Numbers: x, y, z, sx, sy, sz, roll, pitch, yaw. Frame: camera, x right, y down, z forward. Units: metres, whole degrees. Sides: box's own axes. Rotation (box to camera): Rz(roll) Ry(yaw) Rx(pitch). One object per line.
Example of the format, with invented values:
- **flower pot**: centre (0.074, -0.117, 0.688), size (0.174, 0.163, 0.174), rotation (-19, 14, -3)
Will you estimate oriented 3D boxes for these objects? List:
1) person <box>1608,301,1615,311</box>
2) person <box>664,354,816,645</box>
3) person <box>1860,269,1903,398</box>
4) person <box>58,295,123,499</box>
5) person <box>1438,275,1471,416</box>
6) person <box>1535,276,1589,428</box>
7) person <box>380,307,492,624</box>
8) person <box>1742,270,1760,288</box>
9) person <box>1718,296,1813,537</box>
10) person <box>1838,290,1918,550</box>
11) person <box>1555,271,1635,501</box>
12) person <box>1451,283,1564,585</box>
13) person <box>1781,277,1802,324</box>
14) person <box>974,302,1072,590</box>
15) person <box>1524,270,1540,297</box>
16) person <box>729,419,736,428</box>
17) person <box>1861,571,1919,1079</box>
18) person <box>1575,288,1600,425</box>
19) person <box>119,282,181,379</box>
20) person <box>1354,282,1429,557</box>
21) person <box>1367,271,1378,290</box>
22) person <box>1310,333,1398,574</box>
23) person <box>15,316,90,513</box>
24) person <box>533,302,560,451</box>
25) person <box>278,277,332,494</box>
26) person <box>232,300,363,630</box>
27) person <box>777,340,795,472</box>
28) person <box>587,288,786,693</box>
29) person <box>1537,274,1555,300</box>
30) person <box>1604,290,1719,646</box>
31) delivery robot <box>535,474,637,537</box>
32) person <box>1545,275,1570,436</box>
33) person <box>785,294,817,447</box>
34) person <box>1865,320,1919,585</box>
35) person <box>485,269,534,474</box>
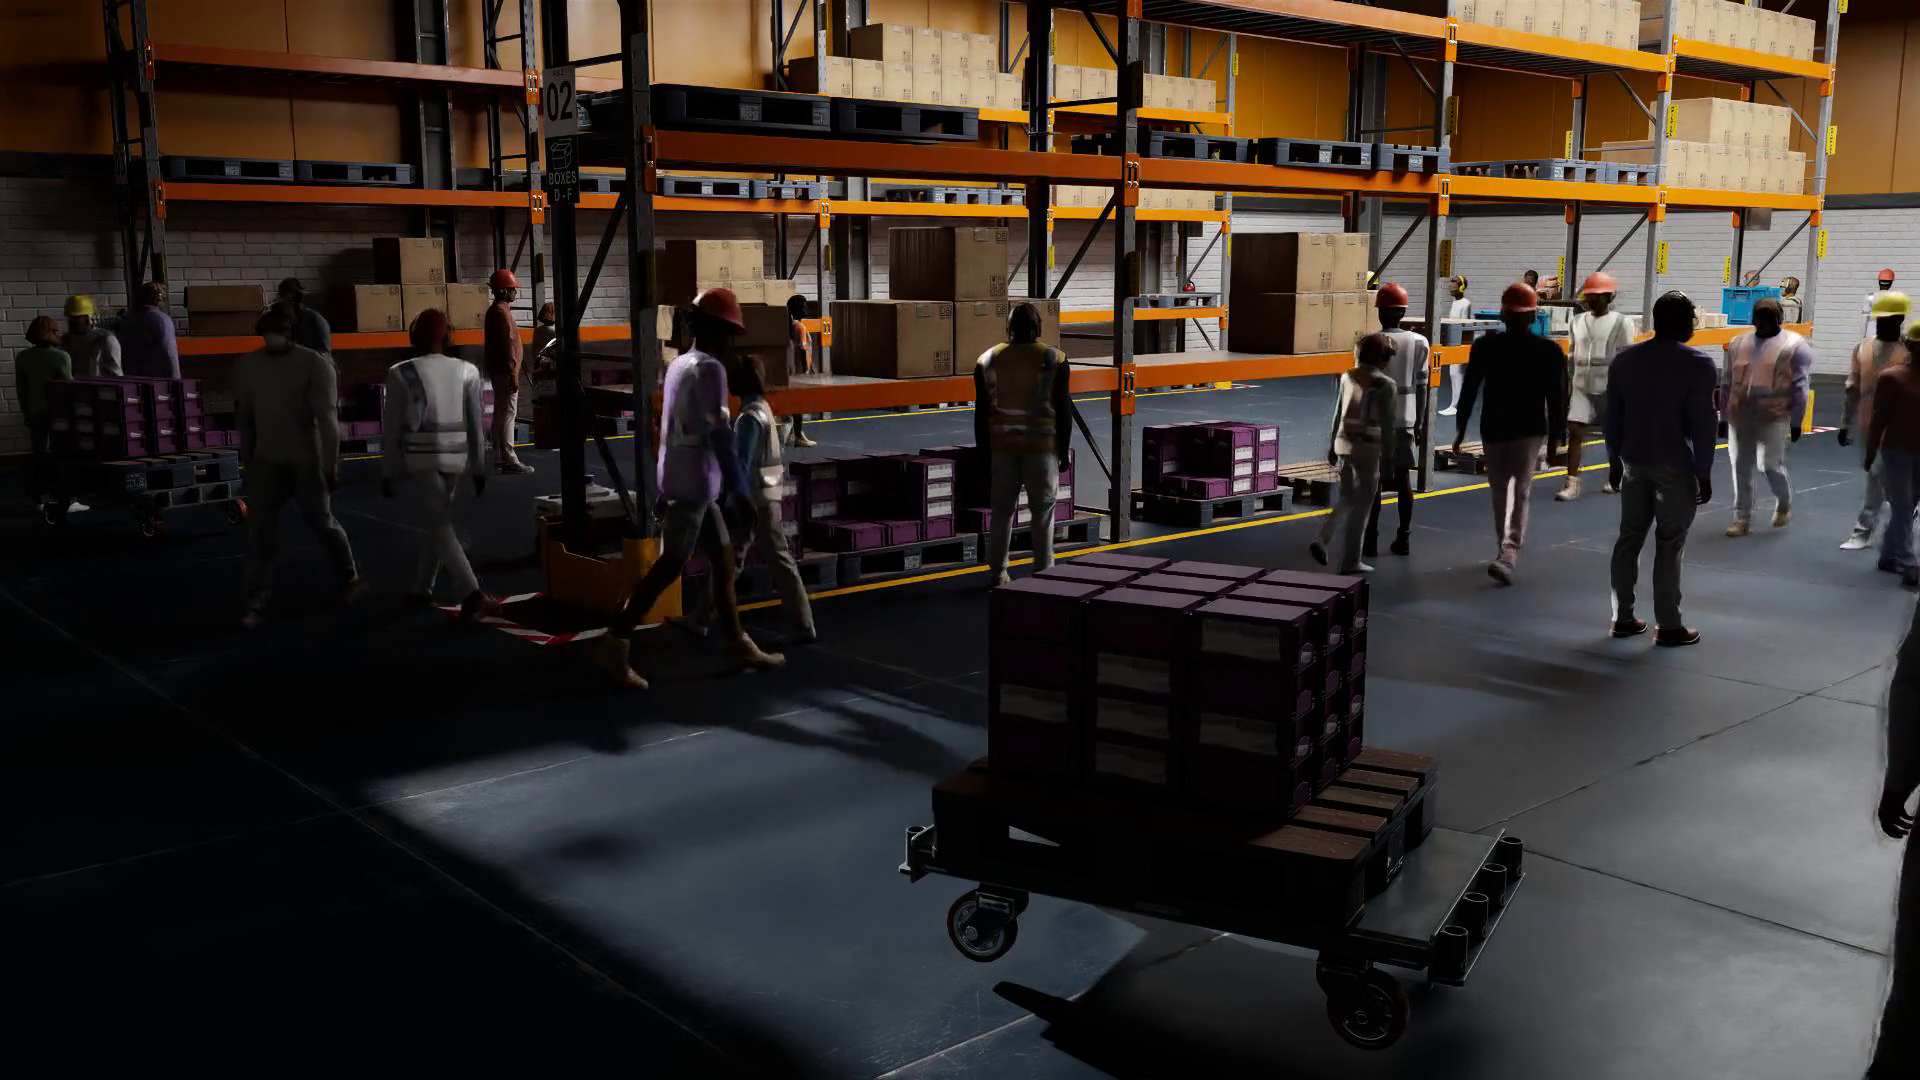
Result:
- **person**: centre (10.121, -3.252, 26.392), size (0.523, 1.767, 0.313), rotation (-3, 10, -15)
- **person**: centre (-1.189, -0.204, 9.025), size (0.863, 1.586, 0.546), rotation (-1, 10, -5)
- **person**: centre (13.647, -3.042, 24.654), size (0.552, 1.935, 0.366), rotation (5, 11, 25)
- **person**: centre (-7.581, -1.259, 14.686), size (0.617, 1.801, 0.811), rotation (2, 10, 13)
- **person**: centre (6.620, -2.589, 22.219), size (0.353, 1.868, 0.525), rotation (0, 10, 0)
- **person**: centre (7.466, -2.328, 20.630), size (0.677, 1.908, 0.555), rotation (-2, 10, -11)
- **person**: centre (-3.049, -0.441, 9.757), size (0.994, 1.846, 0.605), rotation (9, 13, 43)
- **person**: centre (12.320, -3.259, 26.024), size (0.642, 1.905, 0.399), rotation (-3, 10, -15)
- **person**: centre (6.093, -0.933, 12.627), size (0.545, 1.825, 0.633), rotation (-8, 13, -39)
- **person**: centre (6.831, -0.885, 12.208), size (0.928, 1.892, 0.597), rotation (-5, 11, -27)
- **person**: centre (5.629, -1.359, 14.632), size (1.035, 2.005, 0.616), rotation (-9, 14, -44)
- **person**: centre (3.593, -0.702, 10.932), size (0.629, 1.939, 1.010), rotation (7, 12, 36)
- **person**: centre (11.271, -2.663, 22.703), size (0.345, 1.846, 0.507), rotation (8, 13, 39)
- **person**: centre (0.403, -0.578, 10.536), size (0.626, 1.837, 0.428), rotation (3, 10, 18)
- **person**: centre (8.357, -2.998, 24.449), size (0.590, 1.919, 0.392), rotation (7, 12, 36)
- **person**: centre (-1.896, -0.982, 13.411), size (0.831, 1.648, 0.538), rotation (2, 10, 9)
- **person**: centre (2.463, 0.575, 3.881), size (0.406, 1.814, 0.615), rotation (-7, 12, -34)
- **person**: centre (7.745, -2.294, 20.911), size (0.902, 1.718, 0.535), rotation (1, 10, 5)
- **person**: centre (-7.526, -1.446, 15.477), size (0.800, 1.885, 0.529), rotation (6, 11, 31)
- **person**: centre (3.026, -0.842, 11.803), size (0.550, 1.937, 0.384), rotation (-1, 10, -8)
- **person**: centre (5.281, -2.512, 21.580), size (0.371, 1.927, 0.588), rotation (-9, 13, -43)
- **person**: centre (2.665, -0.567, 11.067), size (0.443, 1.616, 0.545), rotation (-5, 11, -26)
- **person**: centre (-7.547, -1.034, 13.784), size (0.501, 1.633, 0.281), rotation (1, 10, 8)
- **person**: centre (-4.483, -1.784, 18.208), size (0.493, 1.626, 0.285), rotation (8, 13, 39)
- **person**: centre (-5.878, -1.363, 14.820), size (0.635, 1.936, 0.356), rotation (4, 10, 22)
- **person**: centre (-3.946, -0.473, 9.803), size (0.643, 1.882, 0.984), rotation (1, 10, 6)
- **person**: centre (-1.819, -1.424, 16.081), size (0.533, 1.618, 0.345), rotation (2, 10, 13)
- **person**: centre (-1.382, -0.248, 8.204), size (1.026, 1.977, 0.749), rotation (-4, 10, -22)
- **person**: centre (7.140, -2.338, 20.671), size (0.768, 1.909, 0.376), rotation (-6, 12, -33)
- **person**: centre (3.839, -0.391, 9.127), size (0.355, 1.936, 0.637), rotation (-7, 12, -34)
- **delivery robot**: centre (-2.673, -0.227, 11.939), size (0.707, 0.478, 0.477), rotation (-8, 12, -38)
- **person**: centre (7.017, -2.171, 19.680), size (0.402, 1.900, 0.647), rotation (-4, 10, -20)
- **person**: centre (-1.815, -1.887, 18.589), size (0.320, 1.697, 0.532), rotation (-5, 11, -26)
- **person**: centre (6.250, -0.575, 10.839), size (0.542, 1.725, 0.818), rotation (-1, 10, -4)
- **person**: centre (-4.440, -1.638, 16.266), size (0.378, 1.995, 0.612), rotation (-5, 11, -28)
